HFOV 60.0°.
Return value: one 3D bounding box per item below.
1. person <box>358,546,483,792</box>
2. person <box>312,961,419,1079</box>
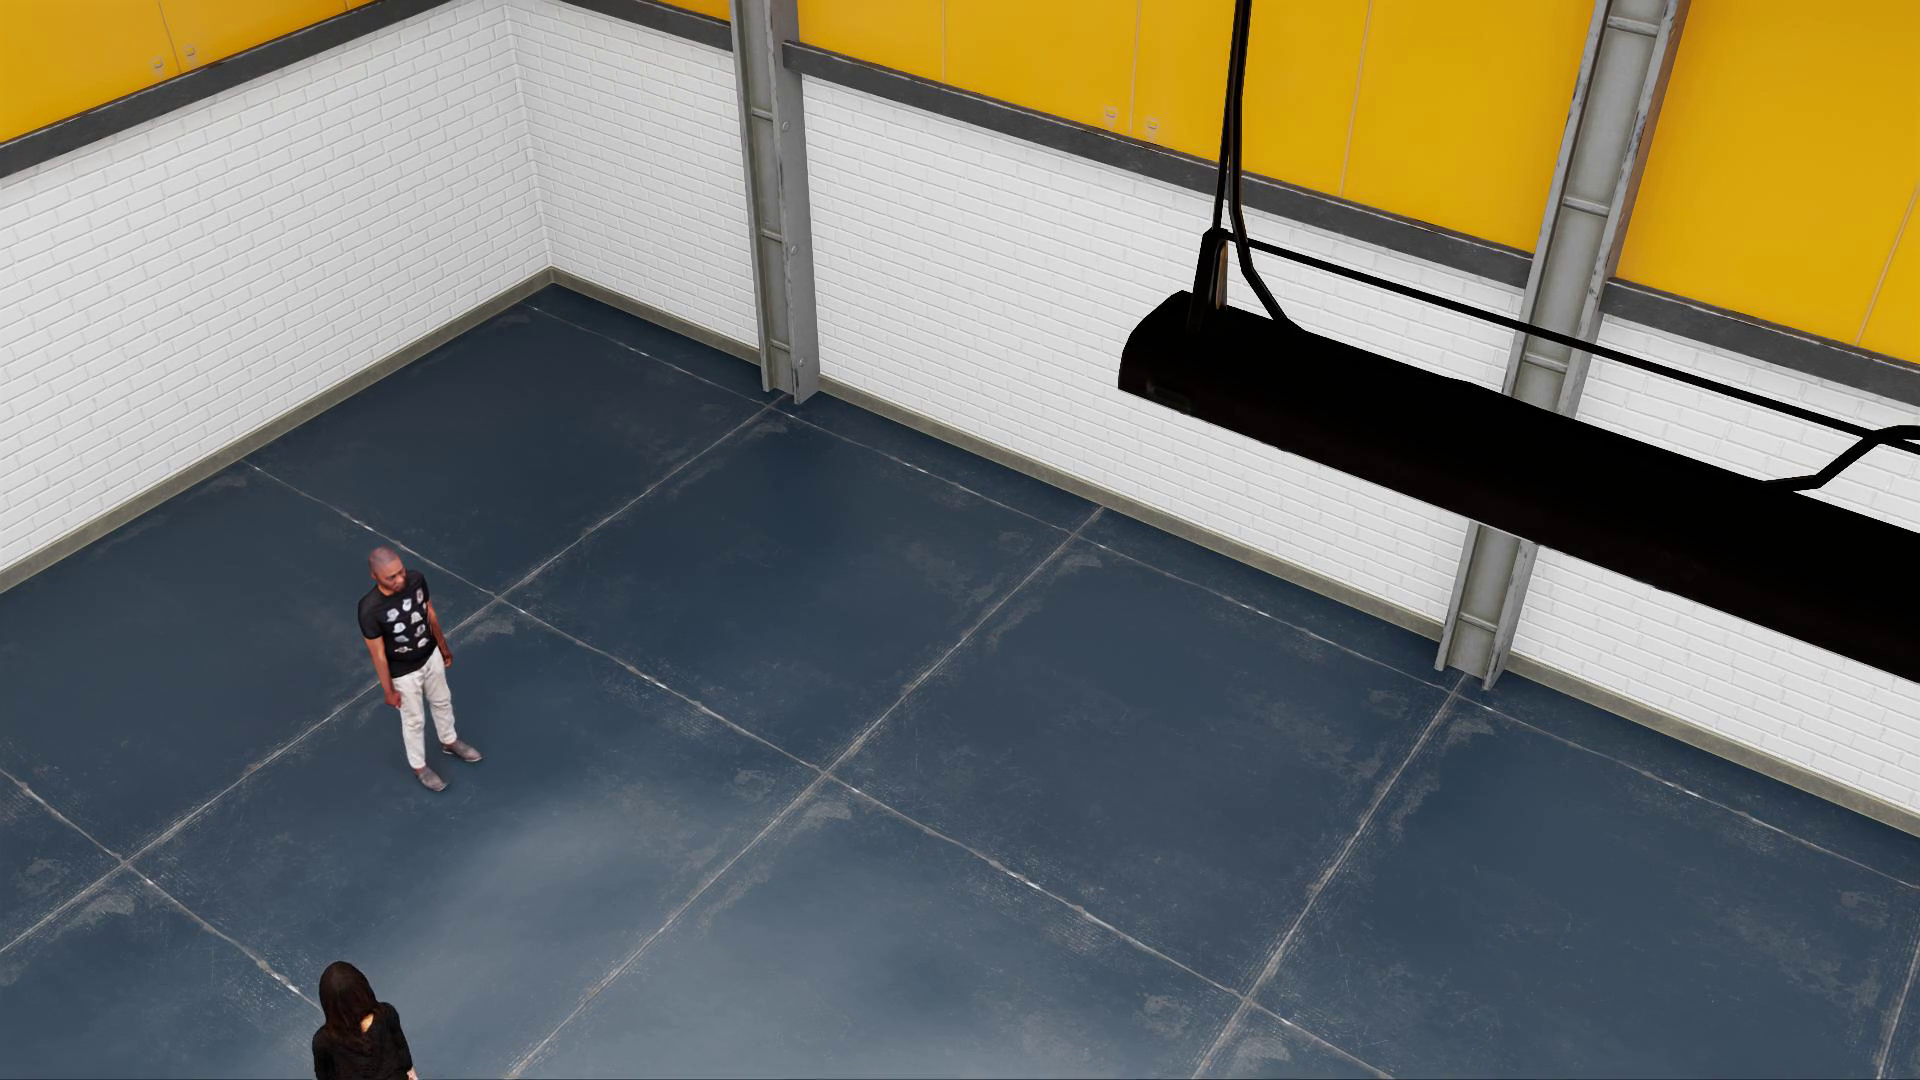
[{"bbox_3d":[-3.335,0.742,10.102,0.607,1.801,0.667,21,43,24],"label":"person"},{"bbox_3d":[-2.754,2.651,7.861,0.757,1.614,1.106,-28,46,-30],"label":"person"}]
